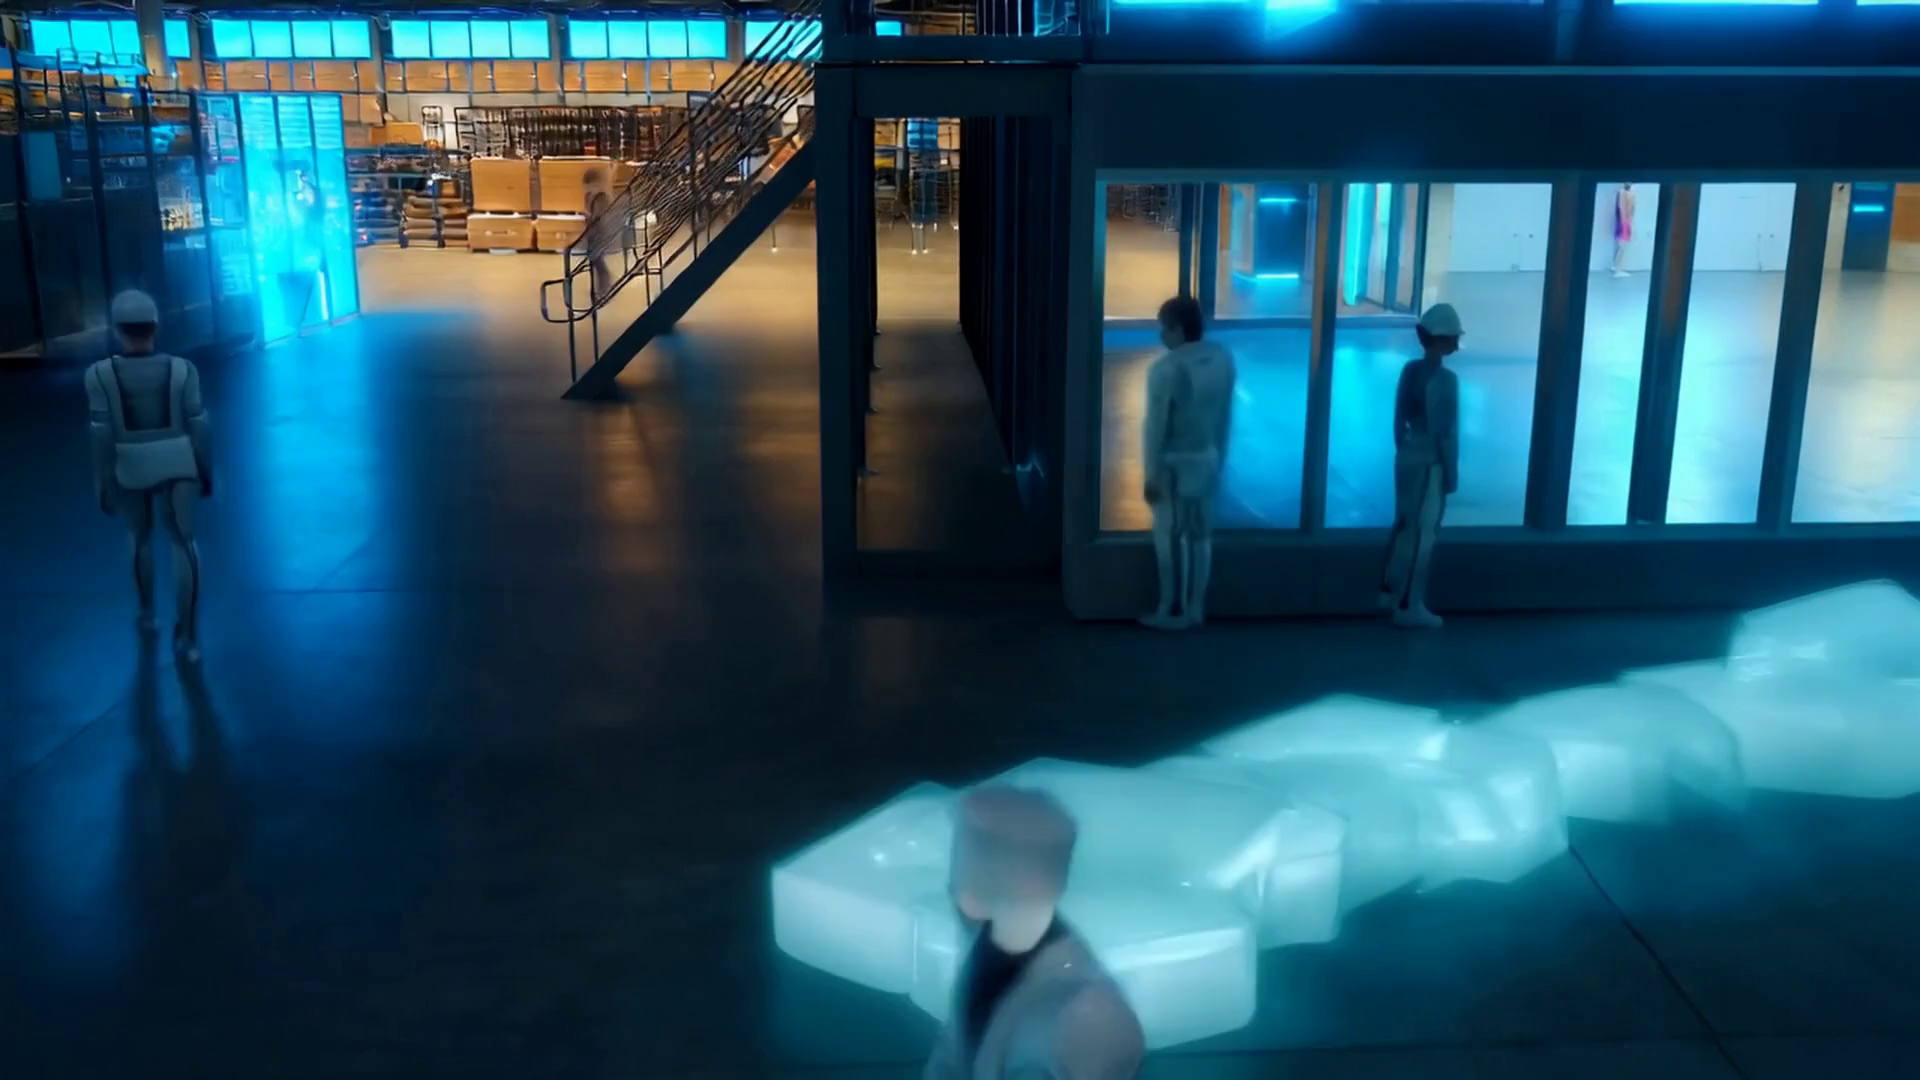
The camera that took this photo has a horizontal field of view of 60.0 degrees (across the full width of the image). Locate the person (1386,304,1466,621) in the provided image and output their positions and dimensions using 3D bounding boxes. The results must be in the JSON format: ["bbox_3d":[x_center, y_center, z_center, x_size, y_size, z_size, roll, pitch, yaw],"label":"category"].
[{"bbox_3d":[2.623,-0.434,9.325,0.325,1.769,0.524,-4,15,-16],"label":"person"}]

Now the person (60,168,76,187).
[{"bbox_3d":[-16.911,-6.100,31.655,0.545,1.921,0.660,6,15,22],"label":"person"}]

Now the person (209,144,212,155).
[{"bbox_3d":[-40.285,-20.373,89.133,0.843,1.714,0.487,8,16,29],"label":"person"}]

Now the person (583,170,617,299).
[{"bbox_3d":[-5.749,-4.865,26.502,0.637,2.026,0.517,14,19,43],"label":"person"}]

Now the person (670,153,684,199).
[{"bbox_3d":[-8.899,-11.281,52.468,0.518,1.874,0.329,-8,16,-28],"label":"person"}]

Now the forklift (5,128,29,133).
[{"bbox_3d":[-37.627,-15.346,66.669,1.129,2.768,1.873,-1,14,-2],"label":"forklift"}]

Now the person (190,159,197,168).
[{"bbox_3d":[-30.232,-14.646,65.871,0.618,1.903,0.904,13,19,42],"label":"person"}]

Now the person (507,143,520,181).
[{"bbox_3d":[-20.571,-17.285,76.466,0.960,1.870,0.635,-1,14,-6],"label":"person"}]

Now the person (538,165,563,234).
[{"bbox_3d":[-10.474,-8.600,42.005,0.732,1.739,0.524,3,14,13],"label":"person"}]

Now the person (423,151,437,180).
[{"bbox_3d":[-26.282,-18.593,81.831,0.964,1.795,0.567,-5,15,-18],"label":"person"}]

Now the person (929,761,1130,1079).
[{"bbox_3d":[0.029,1.200,3.009,0.850,1.653,0.552,-5,15,-19],"label":"person"}]

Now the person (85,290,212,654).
[{"bbox_3d":[-4.304,-0.381,8.885,0.574,1.881,0.999,-8,16,-29],"label":"person"}]

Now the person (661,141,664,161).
[{"bbox_3d":[-16.422,-21.266,92.516,0.812,1.808,0.599,-4,14,-14],"label":"person"}]

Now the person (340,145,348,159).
[{"bbox_3d":[-30.568,-18.749,82.555,0.329,1.751,0.571,4,15,14],"label":"person"}]

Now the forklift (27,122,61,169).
[{"bbox_3d":[-35.376,-14.773,64.377,1.129,2.768,1.873,-1,14,-2],"label":"forklift"}]

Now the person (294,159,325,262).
[{"bbox_3d":[-13.137,-6.675,33.714,0.538,2.000,0.684,-1,14,-3],"label":"person"}]

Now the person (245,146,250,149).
[{"bbox_3d":[-31.767,-16.712,74.349,0.925,1.781,0.617,1,14,4],"label":"person"}]

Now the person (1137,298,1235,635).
[{"bbox_3d":[1.211,-0.393,9.039,0.635,1.829,0.431,-13,19,-41],"label":"person"}]
